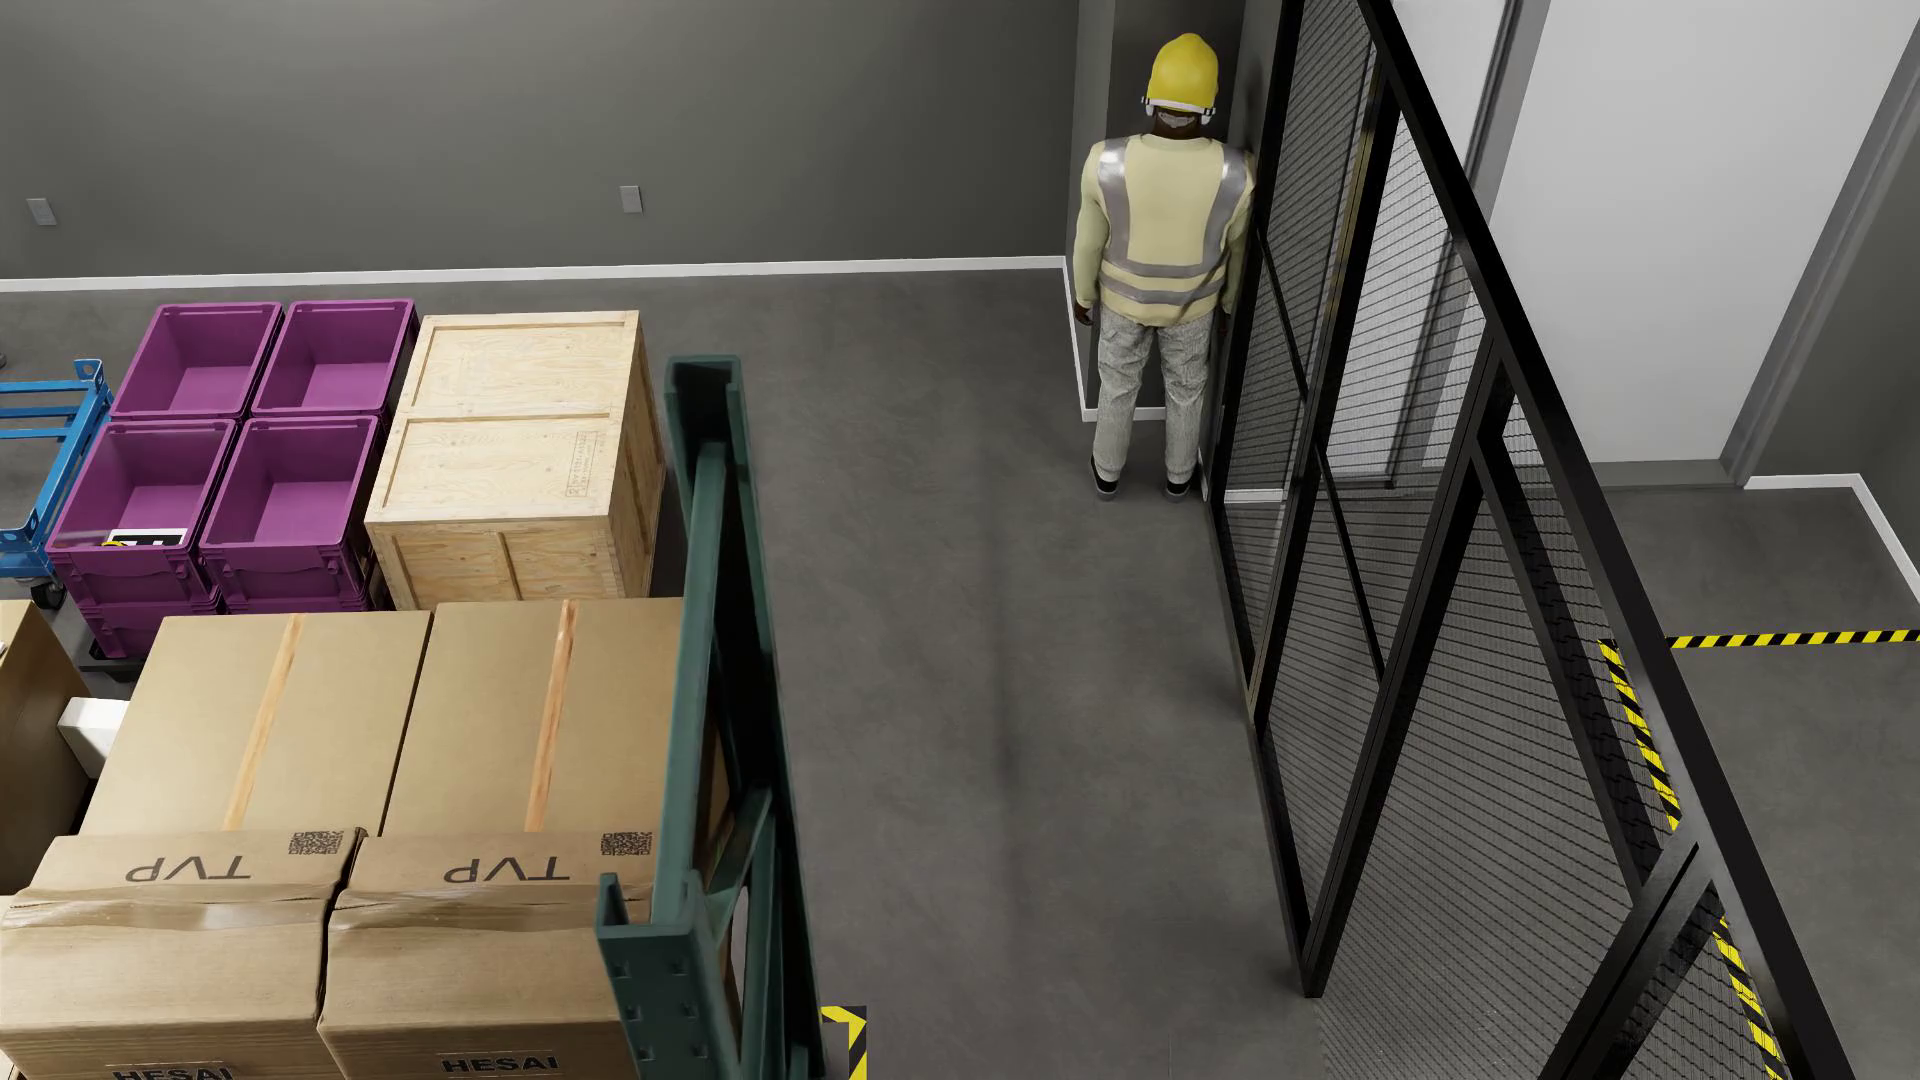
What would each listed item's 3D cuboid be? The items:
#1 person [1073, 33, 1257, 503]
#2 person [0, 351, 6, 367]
[{"bbox_3d":[0.681,-0.862,5.652,0.602,1.830,0.404,4,46,3],"label":"person"},{"bbox_3d":[-4.026,-1.269,5.968,0.355,1.938,0.636,-3,46,-3],"label":"person"}]
